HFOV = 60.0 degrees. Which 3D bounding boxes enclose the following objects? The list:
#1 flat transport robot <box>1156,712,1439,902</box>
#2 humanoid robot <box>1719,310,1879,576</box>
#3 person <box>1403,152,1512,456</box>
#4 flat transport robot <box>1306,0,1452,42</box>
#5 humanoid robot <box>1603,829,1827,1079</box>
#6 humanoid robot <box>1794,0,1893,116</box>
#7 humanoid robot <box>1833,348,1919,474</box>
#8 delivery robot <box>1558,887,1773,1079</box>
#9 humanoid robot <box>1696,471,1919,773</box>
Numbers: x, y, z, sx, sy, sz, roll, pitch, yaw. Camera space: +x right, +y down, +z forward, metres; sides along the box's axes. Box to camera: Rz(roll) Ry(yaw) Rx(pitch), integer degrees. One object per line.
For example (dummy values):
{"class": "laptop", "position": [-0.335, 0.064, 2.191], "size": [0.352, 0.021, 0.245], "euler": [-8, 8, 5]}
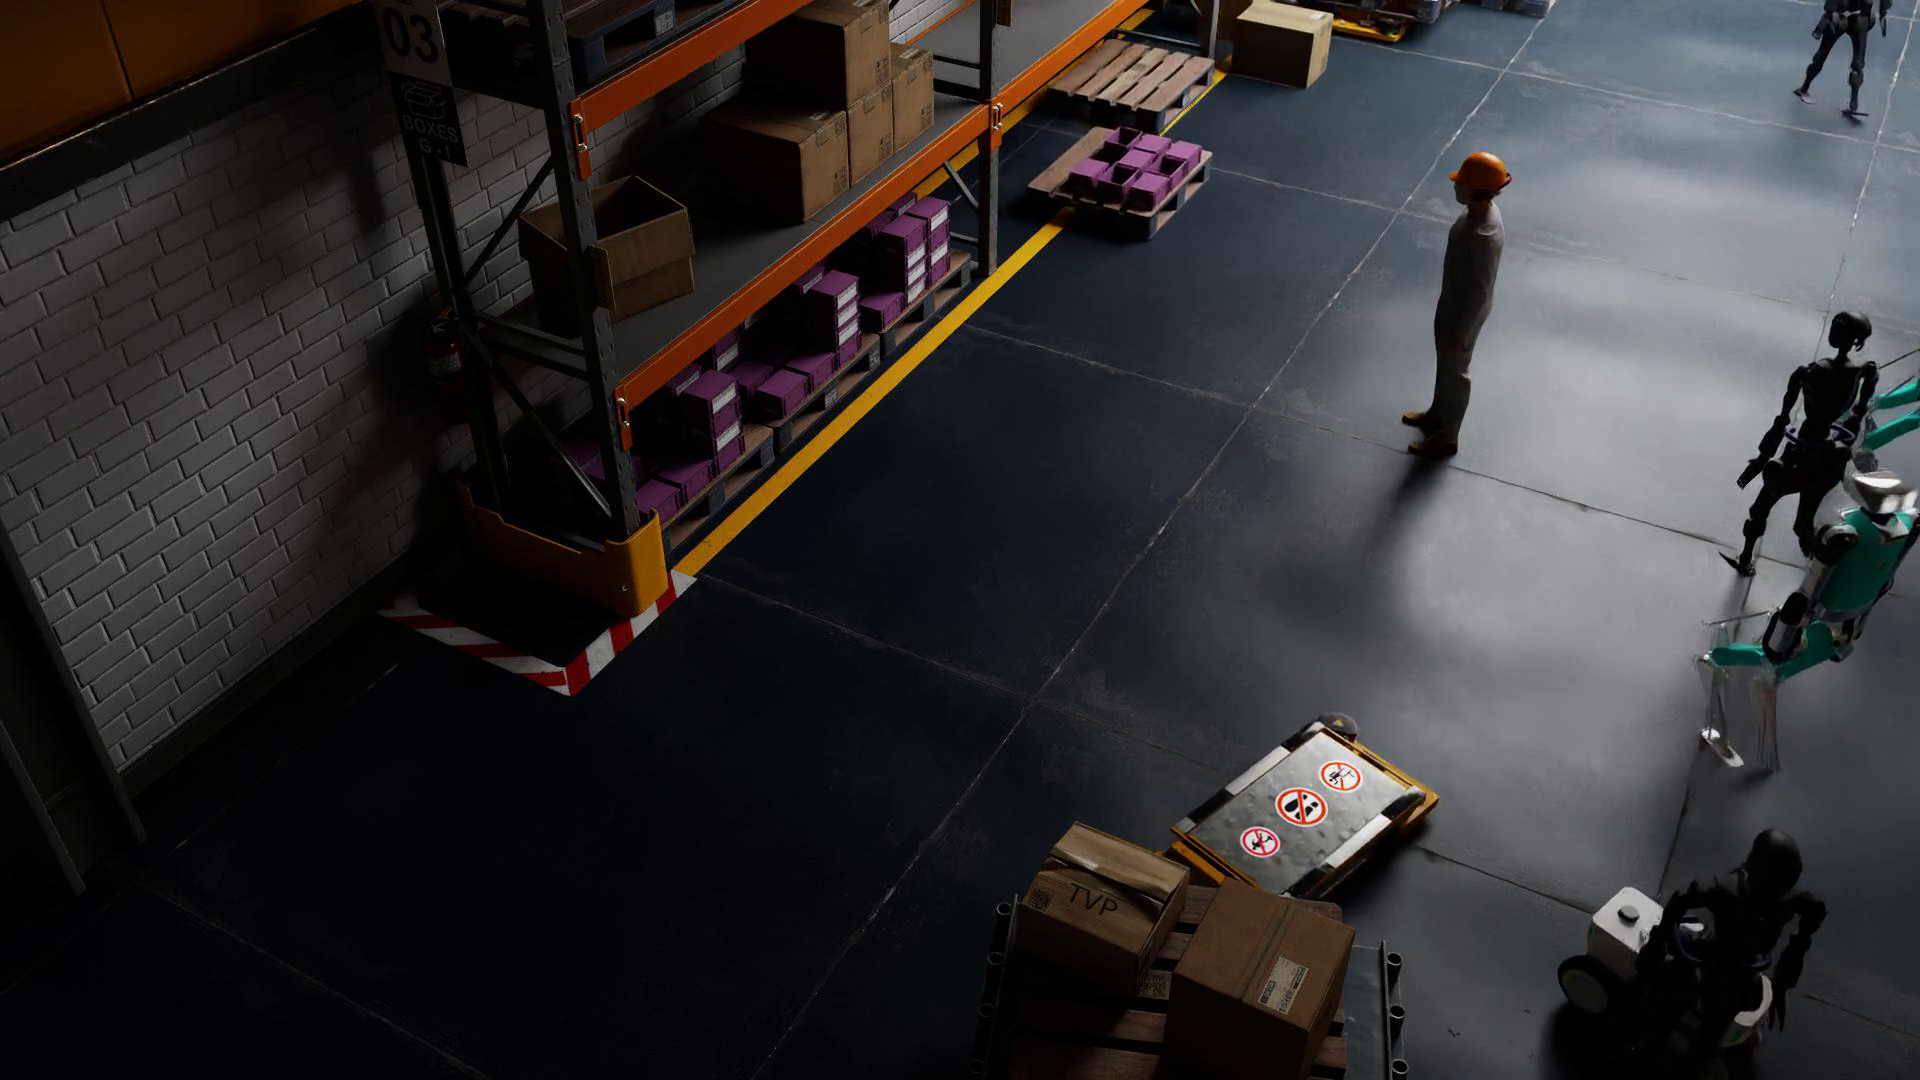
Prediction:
{"class": "flat transport robot", "position": [1.492, 1.332, 7.554], "size": [1.431, 0.231, 0.659], "euler": [-30, 47, -32]}
{"class": "humanoid robot", "position": [4.423, -0.381, 8.598], "size": [0.608, 1.625, 0.691], "euler": [-10, 40, -12]}
{"class": "person", "position": [2.873, -1.349, 9.606], "size": [0.373, 1.894, 0.584], "euler": [5, 39, 6]}
{"class": "flat transport robot", "position": [3.961, -5.001, 15.471], "size": [0.659, 0.231, 1.431], "euler": [19, 42, 22]}
{"class": "humanoid robot", "position": [2.758, 1.606, 6.109], "size": [0.609, 1.643, 0.380], "euler": [3, 39, 4]}
{"class": "humanoid robot", "position": [7.235, -4.238, 13.409], "size": [0.587, 1.630, 0.717], "euler": [-5, 39, -6]}
{"class": "humanoid robot", "position": [5.175, -0.888, 9.201], "size": [0.801, 1.806, 0.530], "euler": [14, 41, 17]}
{"class": "delivery robot", "position": [2.897, 1.778, 6.783], "size": [0.499, 0.614, 0.818], "euler": [-28, 46, -30]}
{"class": "humanoid robot", "position": [3.793, 0.355, 7.623], "size": [0.553, 1.802, 0.757], "euler": [-13, 41, -16]}
